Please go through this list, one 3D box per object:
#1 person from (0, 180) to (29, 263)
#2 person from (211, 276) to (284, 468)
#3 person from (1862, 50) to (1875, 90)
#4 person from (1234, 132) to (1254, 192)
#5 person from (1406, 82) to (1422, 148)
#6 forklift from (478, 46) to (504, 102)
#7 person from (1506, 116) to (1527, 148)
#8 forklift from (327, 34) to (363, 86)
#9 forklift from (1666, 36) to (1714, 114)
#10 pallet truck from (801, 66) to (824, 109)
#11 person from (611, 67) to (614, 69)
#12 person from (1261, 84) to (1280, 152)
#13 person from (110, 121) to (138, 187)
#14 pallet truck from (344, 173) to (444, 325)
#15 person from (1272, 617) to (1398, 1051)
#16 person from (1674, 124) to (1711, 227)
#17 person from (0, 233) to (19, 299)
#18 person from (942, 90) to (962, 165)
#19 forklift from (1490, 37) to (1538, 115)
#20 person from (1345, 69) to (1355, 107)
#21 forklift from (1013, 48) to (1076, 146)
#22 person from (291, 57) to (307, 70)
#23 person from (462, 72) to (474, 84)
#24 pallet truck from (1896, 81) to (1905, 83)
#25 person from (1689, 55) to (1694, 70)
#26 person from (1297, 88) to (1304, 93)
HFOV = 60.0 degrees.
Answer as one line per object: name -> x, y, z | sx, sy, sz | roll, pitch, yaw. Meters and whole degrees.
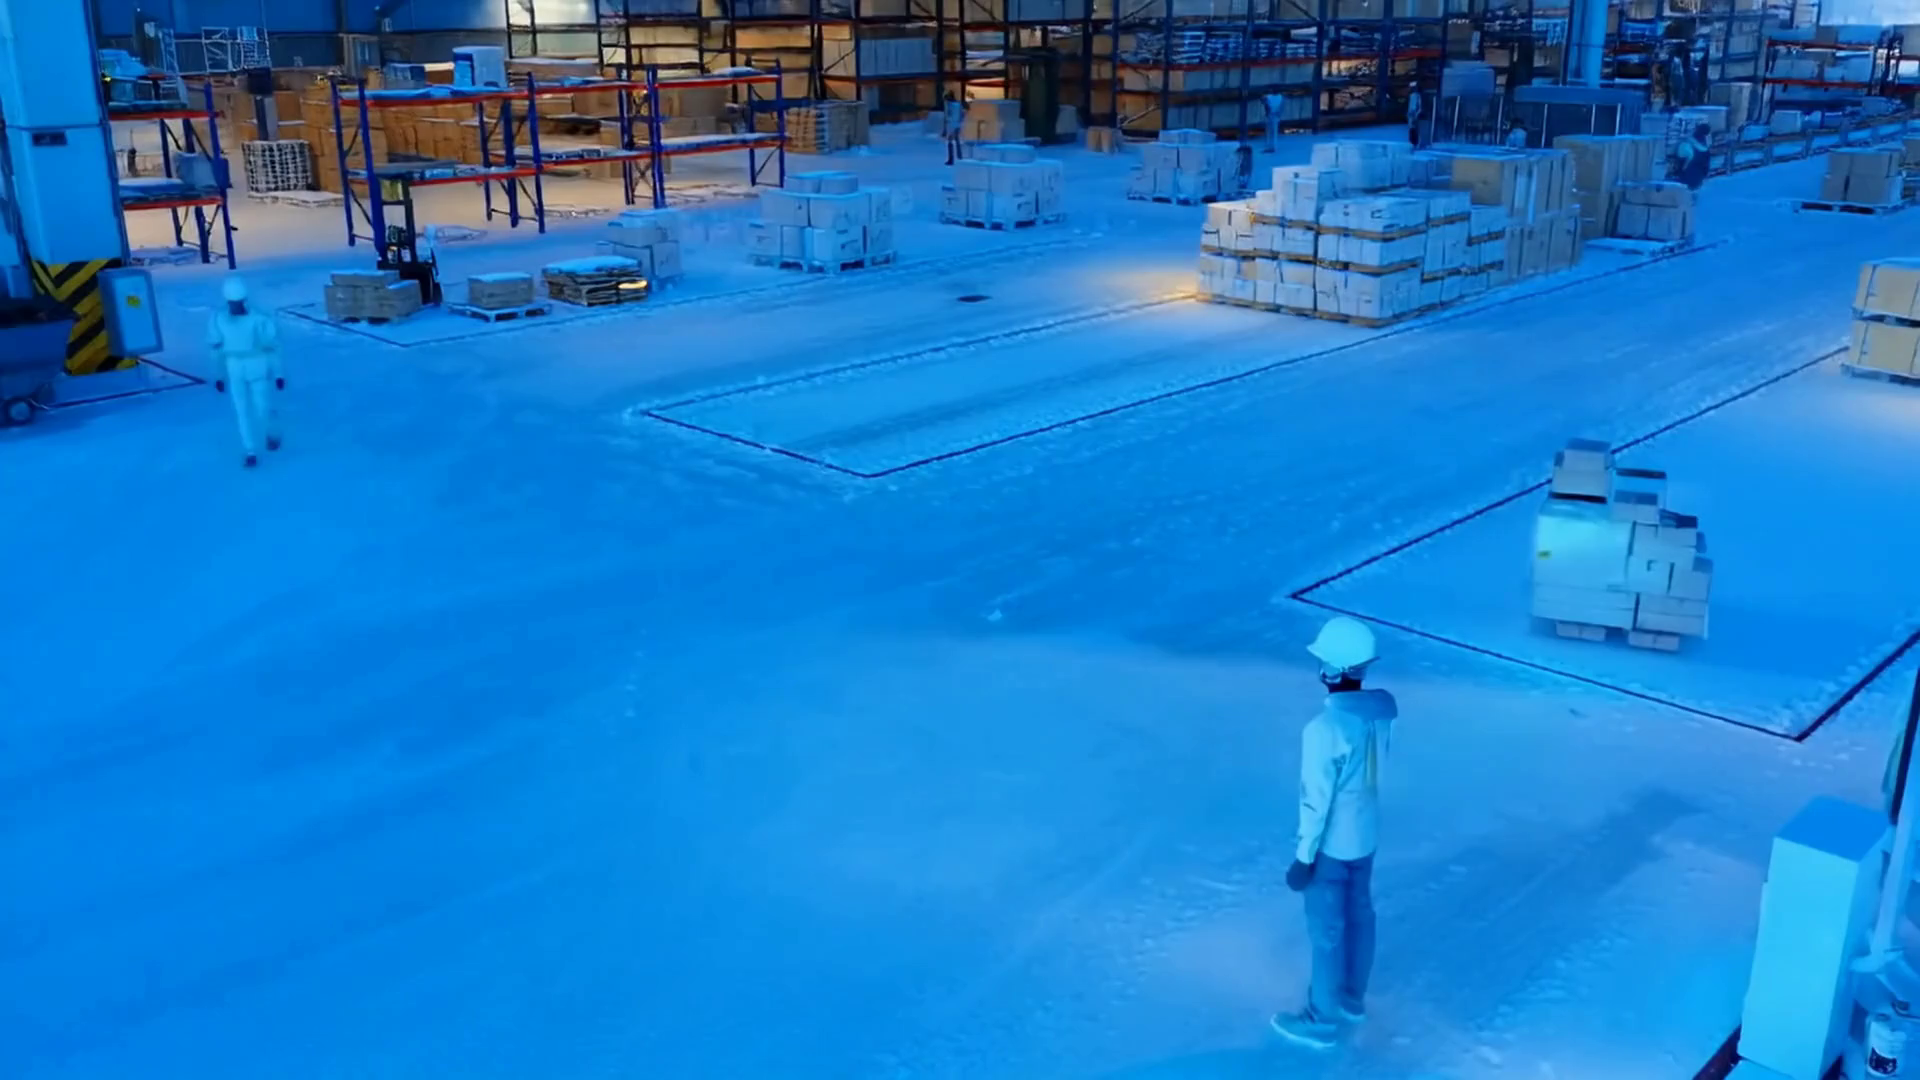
person -> -13.943, -4.337, 24.425 | 0.521, 1.873, 0.334 | -17, 25, -41
person -> -6.988, -1.682, 16.383 | 0.636, 1.899, 0.639 | -1, 18, -4
person -> 42.253, -21.943, 77.423 | 0.640, 1.904, 0.401 | -17, 25, -41
person -> 5.876, -7.588, 34.491 | 0.533, 1.697, 0.322 | -17, 25, -41
person -> 13.216, -12.383, 48.574 | 0.544, 1.933, 0.376 | -17, 25, -41
forklift -> -14.397, -13.832, 51.456 | 1.129, 2.768, 1.873 | 17, 25, 41
person -> 11.850, -8.091, 35.638 | 0.628, 1.936, 0.377 | -17, 25, -41
forklift -> -23.625, -18.244, 64.750 | 1.129, 2.768, 1.873 | 17, 25, 41
forklift -> 27.341, -17.291, 61.877 | 1.129, 2.768, 1.873 | 17, 25, 41
pallet truck -> -4.812, -15.182, 56.903 | 0.823, 1.965, 1.885 | -9, 21, -26
person -> -15.525, -20.763, 74.273 | 0.514, 1.642, 0.314 | -17, 25, -41
person -> 8.948, -12.115, 47.794 | 0.588, 1.915, 0.398 | -17, 25, -41
person -> -19.215, -8.916, 38.117 | 0.628, 1.940, 0.377 | -17, 25, -41
pallet truck -> -8.209, -4.181, 23.757 | 0.823, 1.965, 1.885 | 3, 19, 9
person -> 1.643, 1.284, 7.295 | 0.611, 1.996, 0.387 | -17, 25, -41
person -> 14.522, -7.319, 33.145 | 0.713, 2.000, 0.929 | -7, 20, -20
person -> -11.855, -3.112, 20.549 | 0.611, 1.990, 0.392 | -17, 25, -41
person -> -0.222, -10.973, 44.277 | 0.605, 1.962, 0.373 | -17, 25, -41
forklift -> 20.693, -16.982, 60.947 | 1.873, 2.768, 1.129 | 17, 25, 41
person -> 14.334, -16.435, 61.144 | 0.533, 1.698, 0.322 | -17, 25, -41
forklift -> 2.540, -13.370, 50.065 | 1.129, 2.768, 1.873 | 17, 25, 41
person -> -26.085, -18.099, 65.785 | 0.628, 1.940, 0.377 | -17, 25, -41
person -> -15.656, -13.896, 53.030 | 0.611, 1.996, 0.387 | -17, 25, -41
pallet truck -> 34.802, -16.331, 61.455 | 0.653, 1.274, 1.630 | 17, 25, 41
person -> 31.765, -20.318, 72.644 | 0.589, 1.827, 0.404 | -17, 25, -41
person -> 12.340, -16.276, 60.666 | 0.533, 1.698, 0.322 | -17, 25, -41
